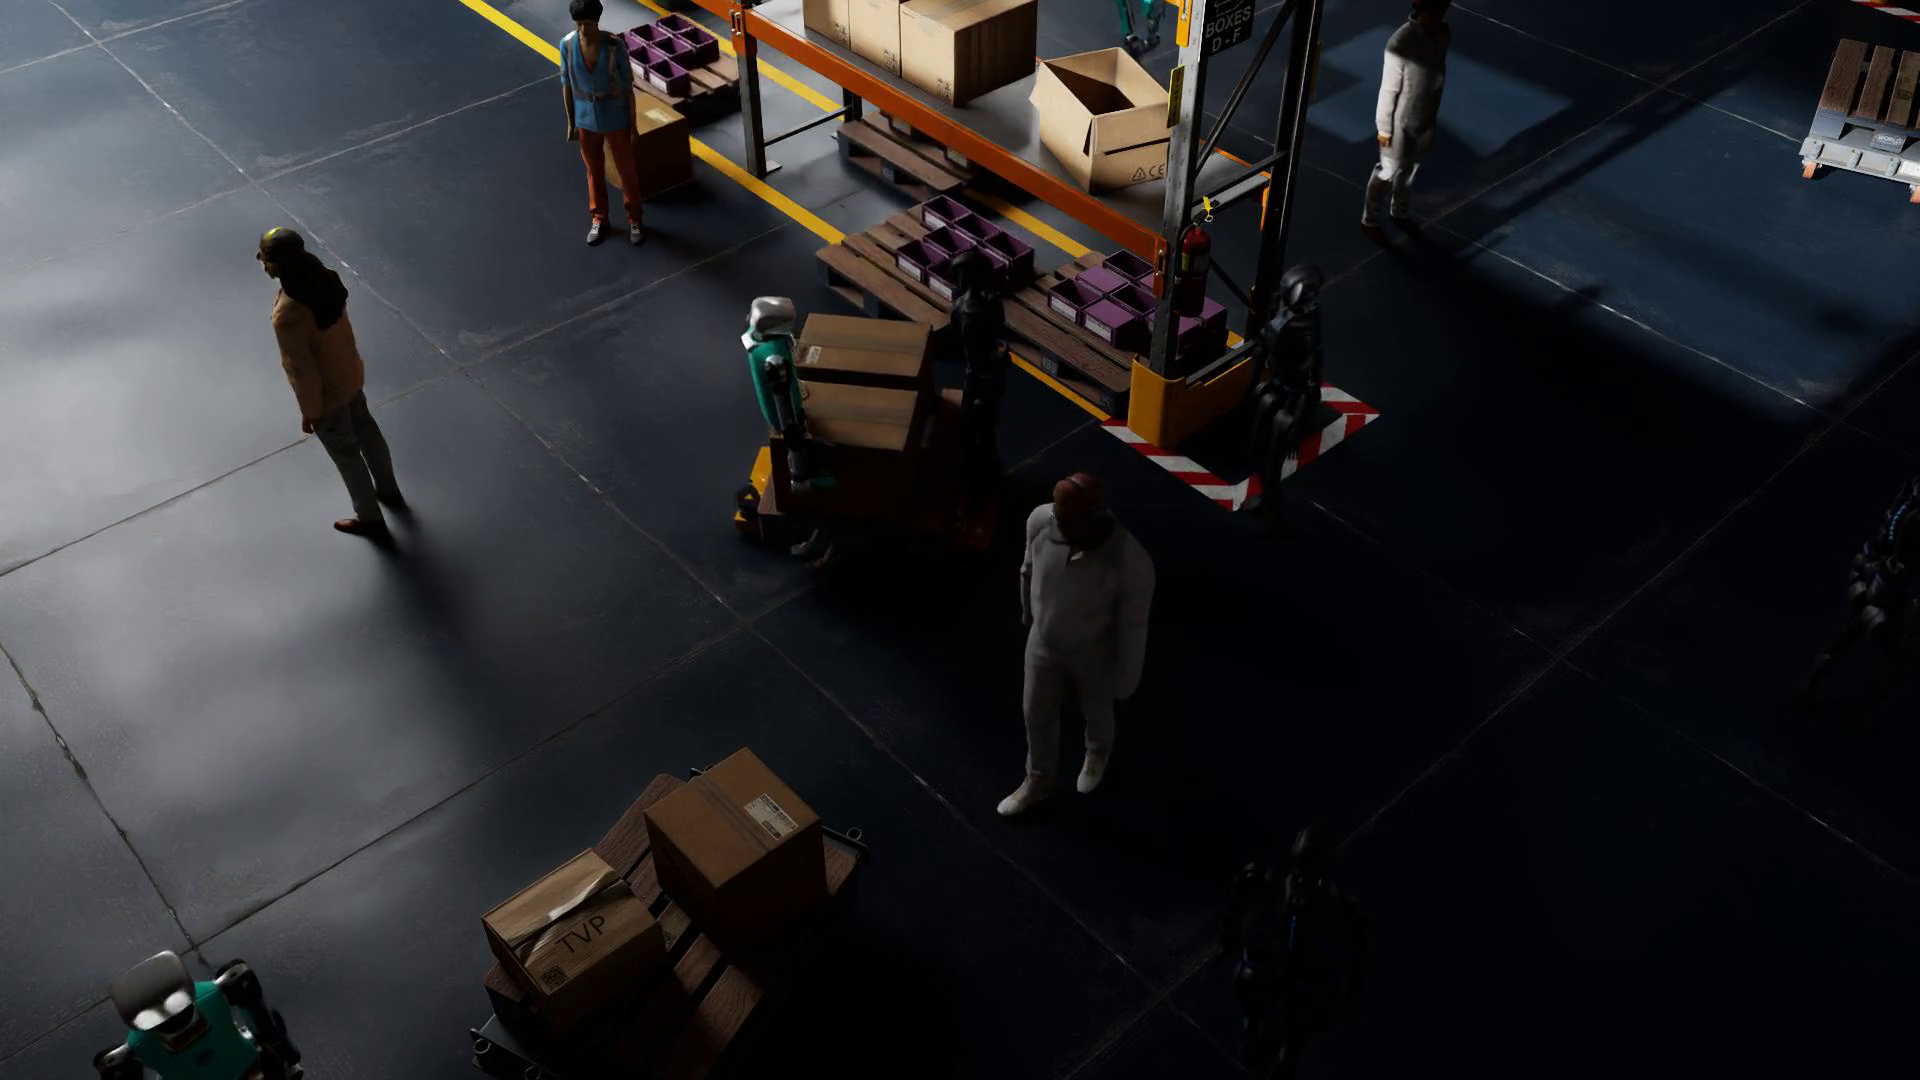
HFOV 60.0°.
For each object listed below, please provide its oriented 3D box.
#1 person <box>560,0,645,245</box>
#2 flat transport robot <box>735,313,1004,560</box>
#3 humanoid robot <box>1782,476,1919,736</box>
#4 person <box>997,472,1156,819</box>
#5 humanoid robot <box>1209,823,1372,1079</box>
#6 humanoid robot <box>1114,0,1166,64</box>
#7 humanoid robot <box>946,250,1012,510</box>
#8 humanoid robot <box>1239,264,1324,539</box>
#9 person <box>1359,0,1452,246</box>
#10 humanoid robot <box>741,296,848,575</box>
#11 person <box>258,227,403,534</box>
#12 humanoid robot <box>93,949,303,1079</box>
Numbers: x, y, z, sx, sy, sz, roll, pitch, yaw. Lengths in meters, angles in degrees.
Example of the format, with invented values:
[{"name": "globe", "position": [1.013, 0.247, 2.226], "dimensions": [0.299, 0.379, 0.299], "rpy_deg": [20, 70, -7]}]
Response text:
[{"name": "person", "position": [-2.369, -2.773, 11.006], "dimensions": [0.485, 1.765, 0.325], "rpy_deg": [1, 43, 1]}, {"name": "flat transport robot", "position": [-0.498, -0.261, 9.379], "dimensions": [1.431, 0.231, 0.659], "rpy_deg": [6, 43, 6]}, {"name": "humanoid robot", "position": [4.375, 0.236, 7.804], "dimensions": [0.449, 1.647, 0.600], "rpy_deg": [4, 43, 4]}, {"name": "person", "position": [0.500, 0.496, 7.366], "dimensions": [0.693, 1.872, 0.651], "rpy_deg": [23, 47, 23]}, {"name": "humanoid robot", "position": [1.254, 1.611, 6.310], "dimensions": [0.601, 1.636, 0.651], "rpy_deg": [17, 45, 17]}, {"name": "humanoid robot", "position": [1.363, -4.169, 12.601], "dimensions": [0.549, 1.852, 0.854], "rpy_deg": [-11, 44, -12]}, {"name": "humanoid robot", "position": [0.121, -0.850, 8.980], "dimensions": [0.347, 1.641, 0.584], "rpy_deg": [5, 43, 6]}, {"name": "humanoid robot", "position": [1.710, -0.749, 8.866], "dimensions": [0.337, 1.653, 0.600], "rpy_deg": [-14, 44, -15]}, {"name": "person", "position": [2.964, -2.809, 11.006], "dimensions": [0.516, 1.823, 0.365], "rpy_deg": [-23, 47, -23]}, {"name": "humanoid robot", "position": [-0.704, -0.535, 8.542], "dimensions": [0.712, 1.731, 0.530], "rpy_deg": [-13, 44, -14]}, {"name": "person", "position": [-3.322, -0.826, 8.808], "dimensions": [0.391, 1.875, 0.566], "rpy_deg": [7, 43, 7]}, {"name": "humanoid robot", "position": [-2.725, 1.908, 6.000], "dimensions": [0.849, 1.856, 0.555], "rpy_deg": [34, 52, 31]}]
